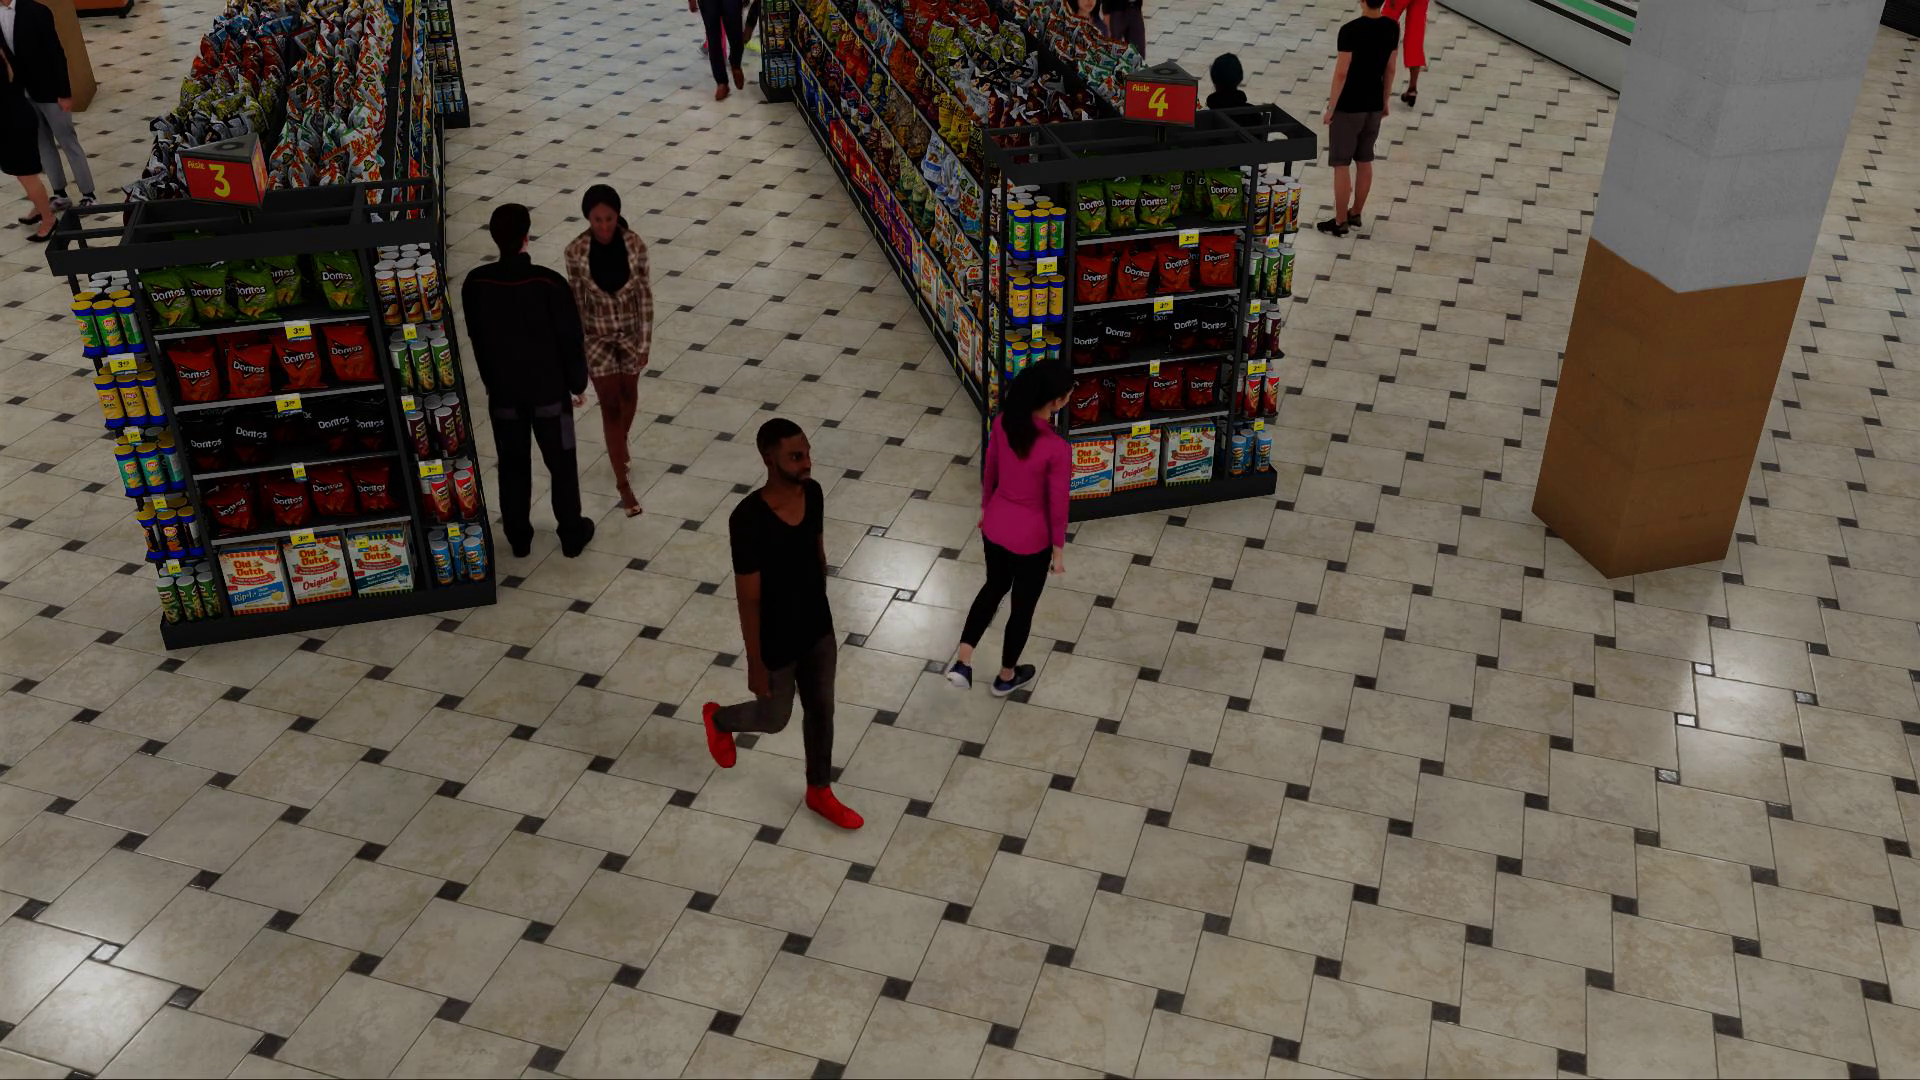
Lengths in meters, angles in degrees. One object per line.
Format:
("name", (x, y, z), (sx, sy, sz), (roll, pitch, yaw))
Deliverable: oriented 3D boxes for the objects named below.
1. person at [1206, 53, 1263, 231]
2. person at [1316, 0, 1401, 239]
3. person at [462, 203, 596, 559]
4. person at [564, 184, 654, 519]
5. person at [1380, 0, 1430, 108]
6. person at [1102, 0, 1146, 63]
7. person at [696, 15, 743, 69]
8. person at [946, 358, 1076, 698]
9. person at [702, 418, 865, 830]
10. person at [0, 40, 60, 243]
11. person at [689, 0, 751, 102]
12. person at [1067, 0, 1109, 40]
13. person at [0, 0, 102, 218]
("person", (1.608, -2.121, 10.373), (0.675, 1.817, 0.564), (-6, 32, -10))
("person", (2.856, -3.107, 11.917), (0.724, 1.861, 0.712), (-13, 34, -20))
("person", (-2.124, -0.743, 8.141), (0.777, 1.837, 0.673), (0, 32, 0))
("person", (-1.819, -1.050, 8.727), (0.611, 1.738, 1.105), (-9, 33, -15))
("person", (3.967, -4.677, 14.555), (0.599, 1.740, 1.137), (-7, 33, -11))
("person", (1.331, -4.390, 14.179), (0.736, 1.650, 0.945), (-15, 35, -23))
("person", (-2.331, -5.083, 15.656), (0.563, 1.266, 0.571), (-10, 33, -16))
("person", (0.200, 0.030, 7.053), (0.865, 1.673, 0.909), (20, 37, 29))
("person", (-0.743, 0.329, 6.466), (1.129, 1.784, 0.986), (24, 39, 34))
("person", (-6.778, -2.971, 11.893), (0.814, 1.655, 0.612), (-8, 33, -13))
("person", (-2.152, -4.885, 14.822), (0.783, 1.810, 0.773), (-2, 32, -4))
("person", (0.858, -3.395, 12.537), (0.596, 1.695, 0.724), (-8, 33, -13))
("person", (-6.772, -3.352, 12.222), (0.793, 1.954, 0.763), (6, 32, 9))
